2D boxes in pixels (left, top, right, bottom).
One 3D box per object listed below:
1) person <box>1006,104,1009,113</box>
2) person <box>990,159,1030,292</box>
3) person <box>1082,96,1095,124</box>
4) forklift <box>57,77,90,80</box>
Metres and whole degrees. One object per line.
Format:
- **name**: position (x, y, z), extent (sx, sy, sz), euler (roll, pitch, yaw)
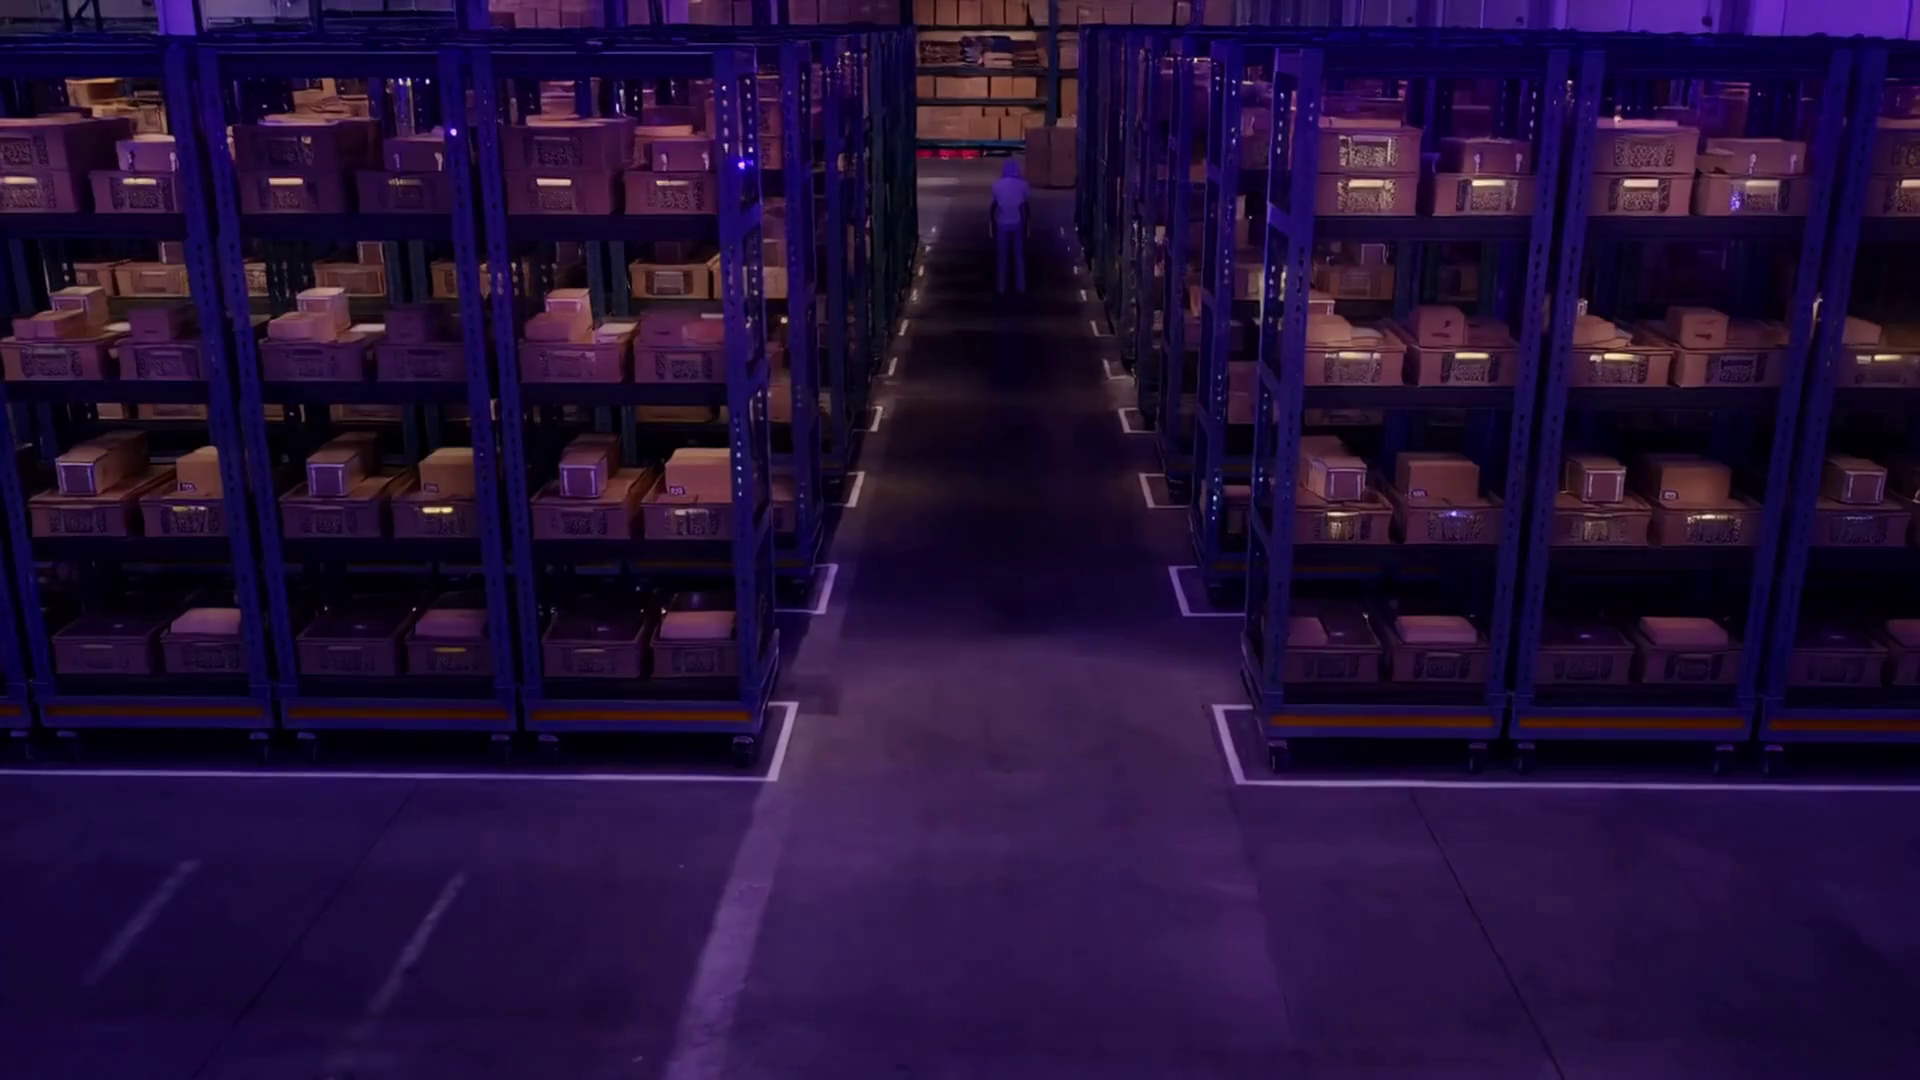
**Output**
- **person**: position (1.431, -12.435, 48.829), extent (0.544, 1.933, 0.376), euler (1, 17, 3)
- **person**: position (0.699, -4.413, 23.412), extent (0.564, 1.839, 0.395), euler (1, 17, 3)
- **person**: position (3.289, -10.048, 41.272), extent (0.640, 1.904, 0.401), euler (1, 17, 3)
- **forklift**: position (-23.980, -11.745, 45.069), extent (1.129, 2.768, 1.873), euler (0, 17, 1)
